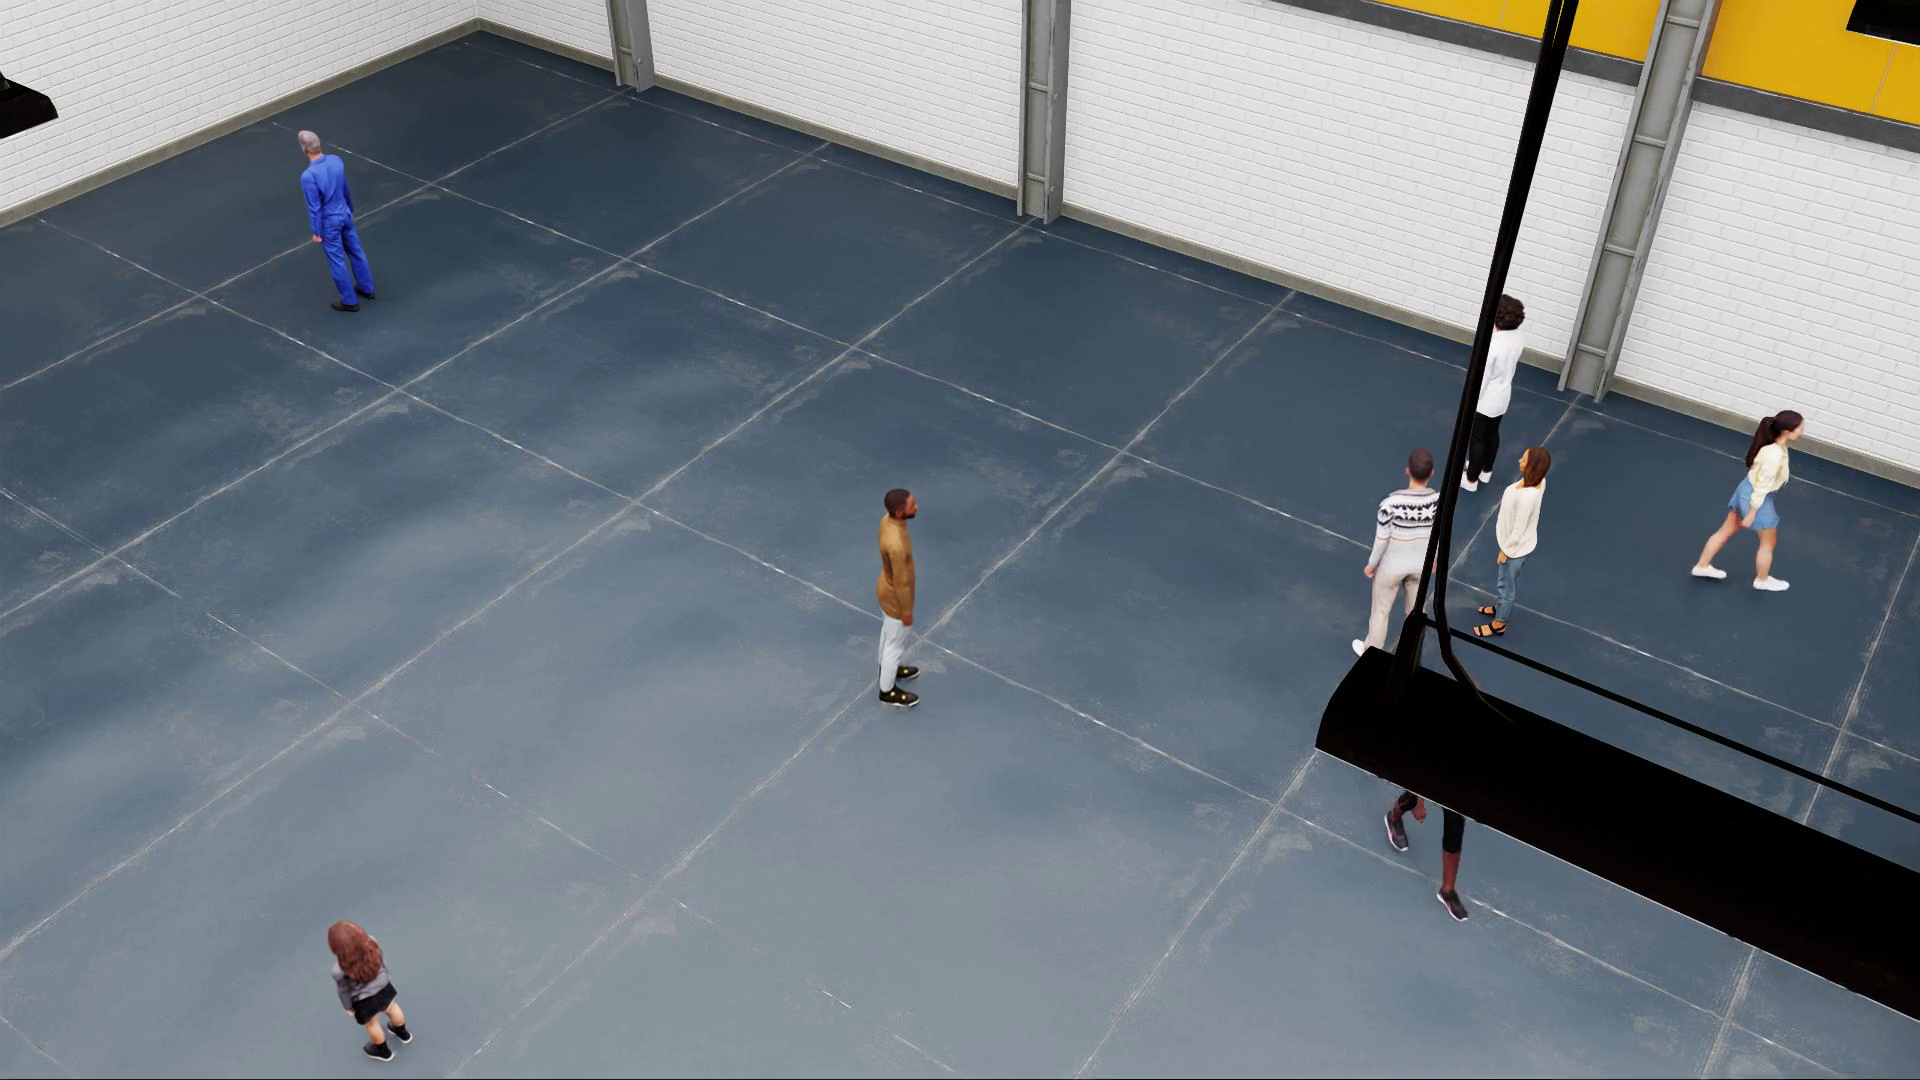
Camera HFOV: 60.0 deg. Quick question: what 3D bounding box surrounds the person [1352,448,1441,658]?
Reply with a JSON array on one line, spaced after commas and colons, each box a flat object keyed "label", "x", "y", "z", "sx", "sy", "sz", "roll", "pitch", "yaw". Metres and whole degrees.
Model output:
[{"label": "person", "x": 3.202, "y": 0.156, "z": 11.975, "sx": 0.747, "sy": 1.860, "sz": 0.823, "roll": -4, "pitch": 39, "yaw": -5}]

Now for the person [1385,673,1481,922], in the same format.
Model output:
[{"label": "person", "x": 2.977, "y": 1.447, "z": 10.483, "sx": 1.115, "sy": 1.705, "sz": 1.221, "roll": -8, "pitch": 39, "yaw": -10}]

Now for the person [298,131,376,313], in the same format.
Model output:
[{"label": "person", "x": -6.041, "y": -3.087, "z": 16.064, "sx": 0.631, "sy": 1.825, "sz": 0.765, "roll": 15, "pitch": 41, "yaw": 18}]

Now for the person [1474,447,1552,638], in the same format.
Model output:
[{"label": "person", "x": 4.118, "y": 0.006, "z": 12.305, "sx": 0.603, "sy": 1.683, "sz": 0.656, "roll": 15, "pitch": 41, "yaw": 18}]

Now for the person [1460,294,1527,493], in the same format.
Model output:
[{"label": "person", "x": 4.384, "y": -1.209, "z": 13.727, "sx": 0.688, "sy": 1.807, "sz": 0.657, "roll": -25, "pitch": 45, "yaw": -28}]

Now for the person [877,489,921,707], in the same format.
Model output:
[{"label": "person", "x": -0.457, "y": 0.385, "z": 11.727, "sx": 0.745, "sy": 1.812, "sz": 0.704, "roll": -2, "pitch": 39, "yaw": -3}]

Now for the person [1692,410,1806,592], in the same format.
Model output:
[{"label": "person", "x": 6.010, "y": -0.313, "z": 12.770, "sx": 1.033, "sy": 1.601, "sz": 0.850, "roll": 9, "pitch": 39, "yaw": 11}]

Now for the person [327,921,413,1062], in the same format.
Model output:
[{"label": "person", "x": -3.403, "y": 2.570, "z": 9.559, "sx": 0.459, "sy": 1.103, "sz": 0.480, "roll": 21, "pitch": 43, "yaw": 24}]
